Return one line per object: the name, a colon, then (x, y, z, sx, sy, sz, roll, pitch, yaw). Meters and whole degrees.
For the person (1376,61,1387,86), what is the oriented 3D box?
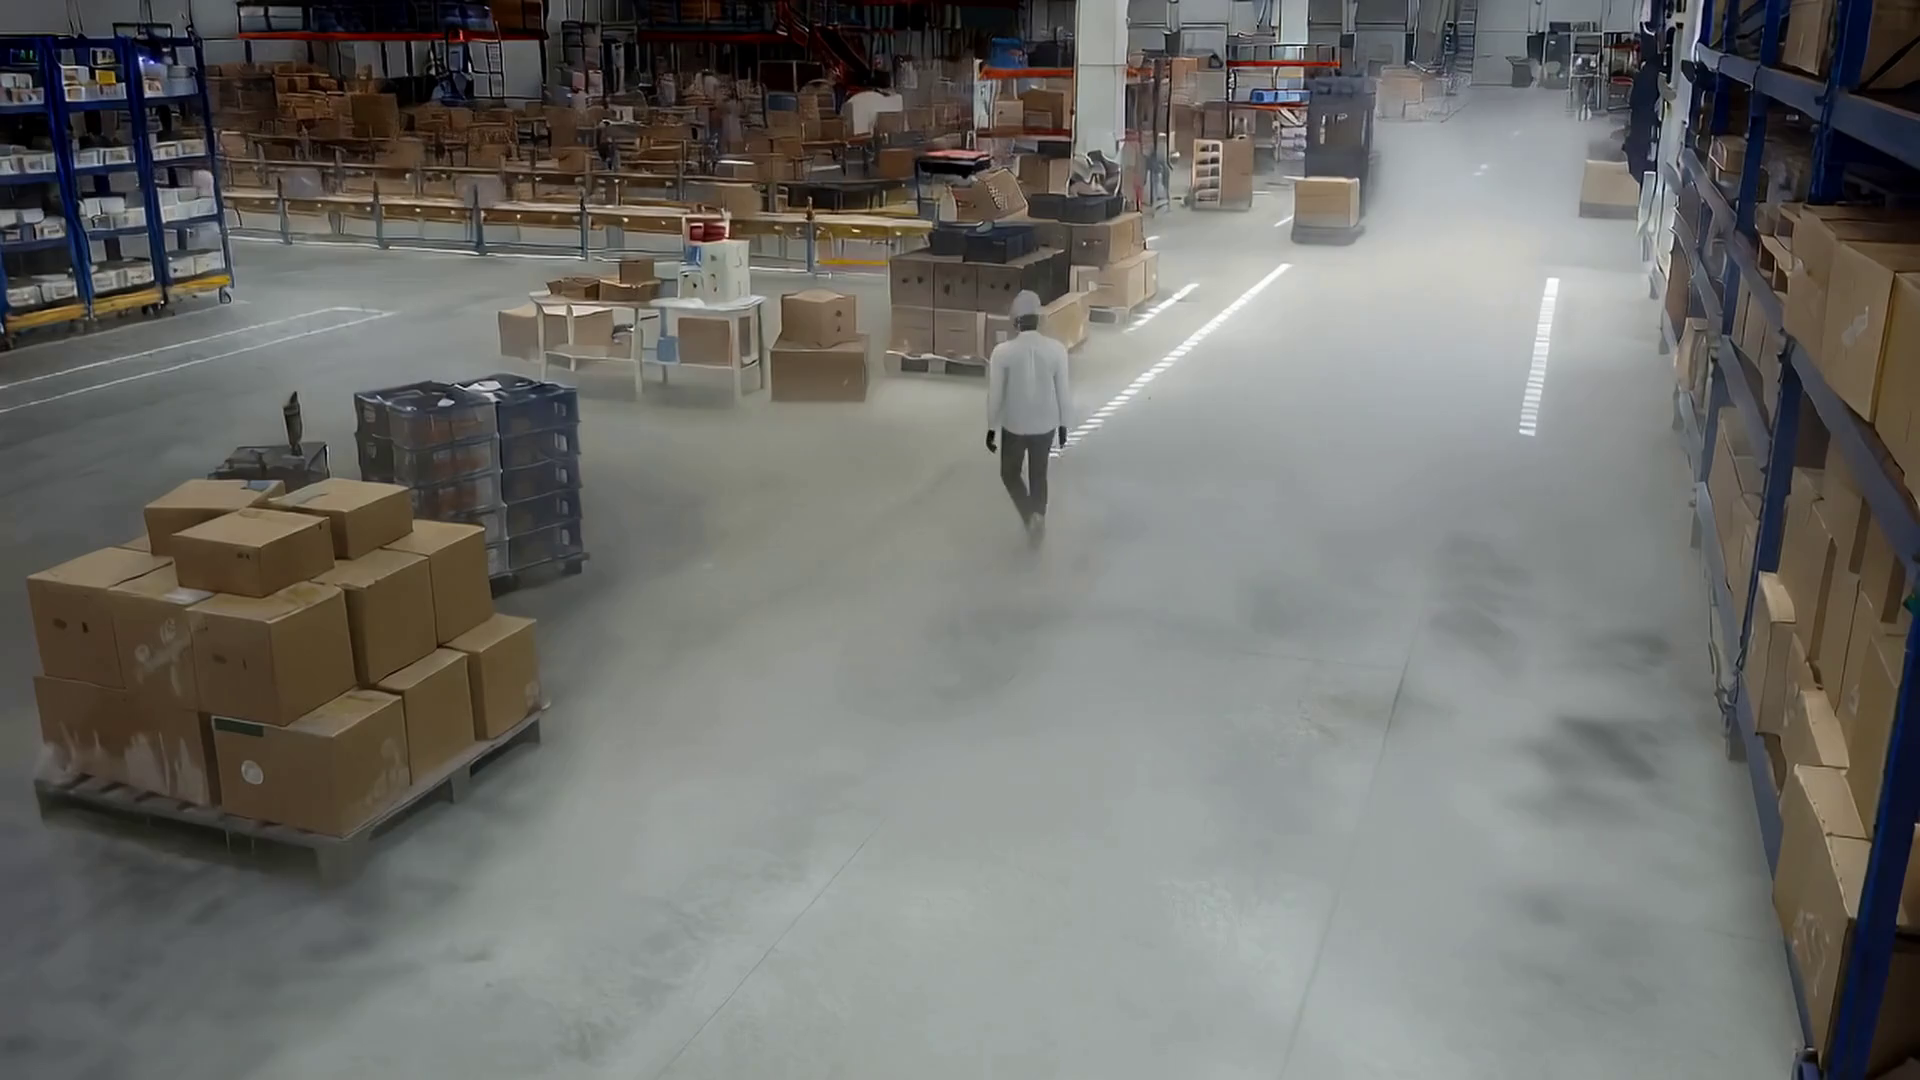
person: (17.760, -19.143, 69.905, 0.549, 1.907, 0.912, -14, 23, -38)

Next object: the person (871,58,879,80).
person: (-3.728, -20.648, 74.606, 0.870, 1.914, 0.544, -8, 19, -24)

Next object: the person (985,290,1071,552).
person: (0.537, -0.851, 12.319, 0.658, 1.964, 0.731, -6, 19, -18)

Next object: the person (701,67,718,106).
person: (-9.092, -15.983, 59.853, 0.798, 1.965, 0.629, 15, 23, 39)

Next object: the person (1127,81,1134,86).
person: (8.612, -23.685, 84.175, 0.637, 1.888, 1.013, -1, 18, -2)

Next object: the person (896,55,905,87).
person: (-2.939, -23.188, 82.761, 0.507, 1.810, 0.521, -3, 18, -9)

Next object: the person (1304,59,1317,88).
person: (15.185, -19.824, 71.806, 0.695, 2.000, 0.632, -15, 23, -39)

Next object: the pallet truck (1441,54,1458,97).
pallet truck: (22.765, -21.886, 78.355, 0.823, 1.965, 1.885, -4, 18, -14)

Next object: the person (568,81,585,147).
person: (-11.392, -12.652, 49.477, 0.467, 1.921, 0.544, 11, 21, 31)

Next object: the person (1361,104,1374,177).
person: (9.892, -9.831, 40.588, 0.384, 1.930, 0.547, 0, 18, 1)

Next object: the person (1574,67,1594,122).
person: (22.955, -16.396, 61.157, 0.617, 1.964, 0.361, 11, 21, 31)

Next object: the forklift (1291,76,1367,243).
forklift: (6.598, -6.755, 29.381, 1.129, 2.768, 1.873, 6, 19, 19)

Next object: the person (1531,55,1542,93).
person: (28.566, -23.068, 82.349, 0.650, 1.822, 0.519, -12, 21, -34)

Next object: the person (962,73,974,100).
person: (0.262, -16.422, 61.623, 0.505, 1.723, 0.526, 16, 24, 41)

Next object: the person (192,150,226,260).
person: (-11.912, -5.295, 26.515, 0.432, 1.814, 0.615, 2, 18, 5)

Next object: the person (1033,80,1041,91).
person: (2.705, -15.543, 59.101, 0.861, 1.580, 0.521, 6, 19, 19)

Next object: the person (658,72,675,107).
person: (-10.440, -15.731, 59.307, 0.604, 1.824, 0.403, -9, 20, -26)

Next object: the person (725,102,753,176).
person: (-5.356, -9.472, 39.593, 1.043, 1.849, 0.663, -2, 18, -6)

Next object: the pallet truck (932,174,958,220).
pallet truck: (-0.507, -5.292, 27.348, 0.653, 1.274, 1.630, 6, 19, 19)

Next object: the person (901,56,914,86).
person: (-2.504, -22.055, 79.128, 0.604, 1.843, 0.902, 3, 18, 8)

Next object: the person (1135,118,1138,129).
person: (3.954, -9.500, 39.368, 0.395, 2.040, 0.609, -16, 24, -41)

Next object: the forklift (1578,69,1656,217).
forklift: (13.219, -7.740, 32.475, 1.873, 2.768, 1.129, 6, 19, 18)
